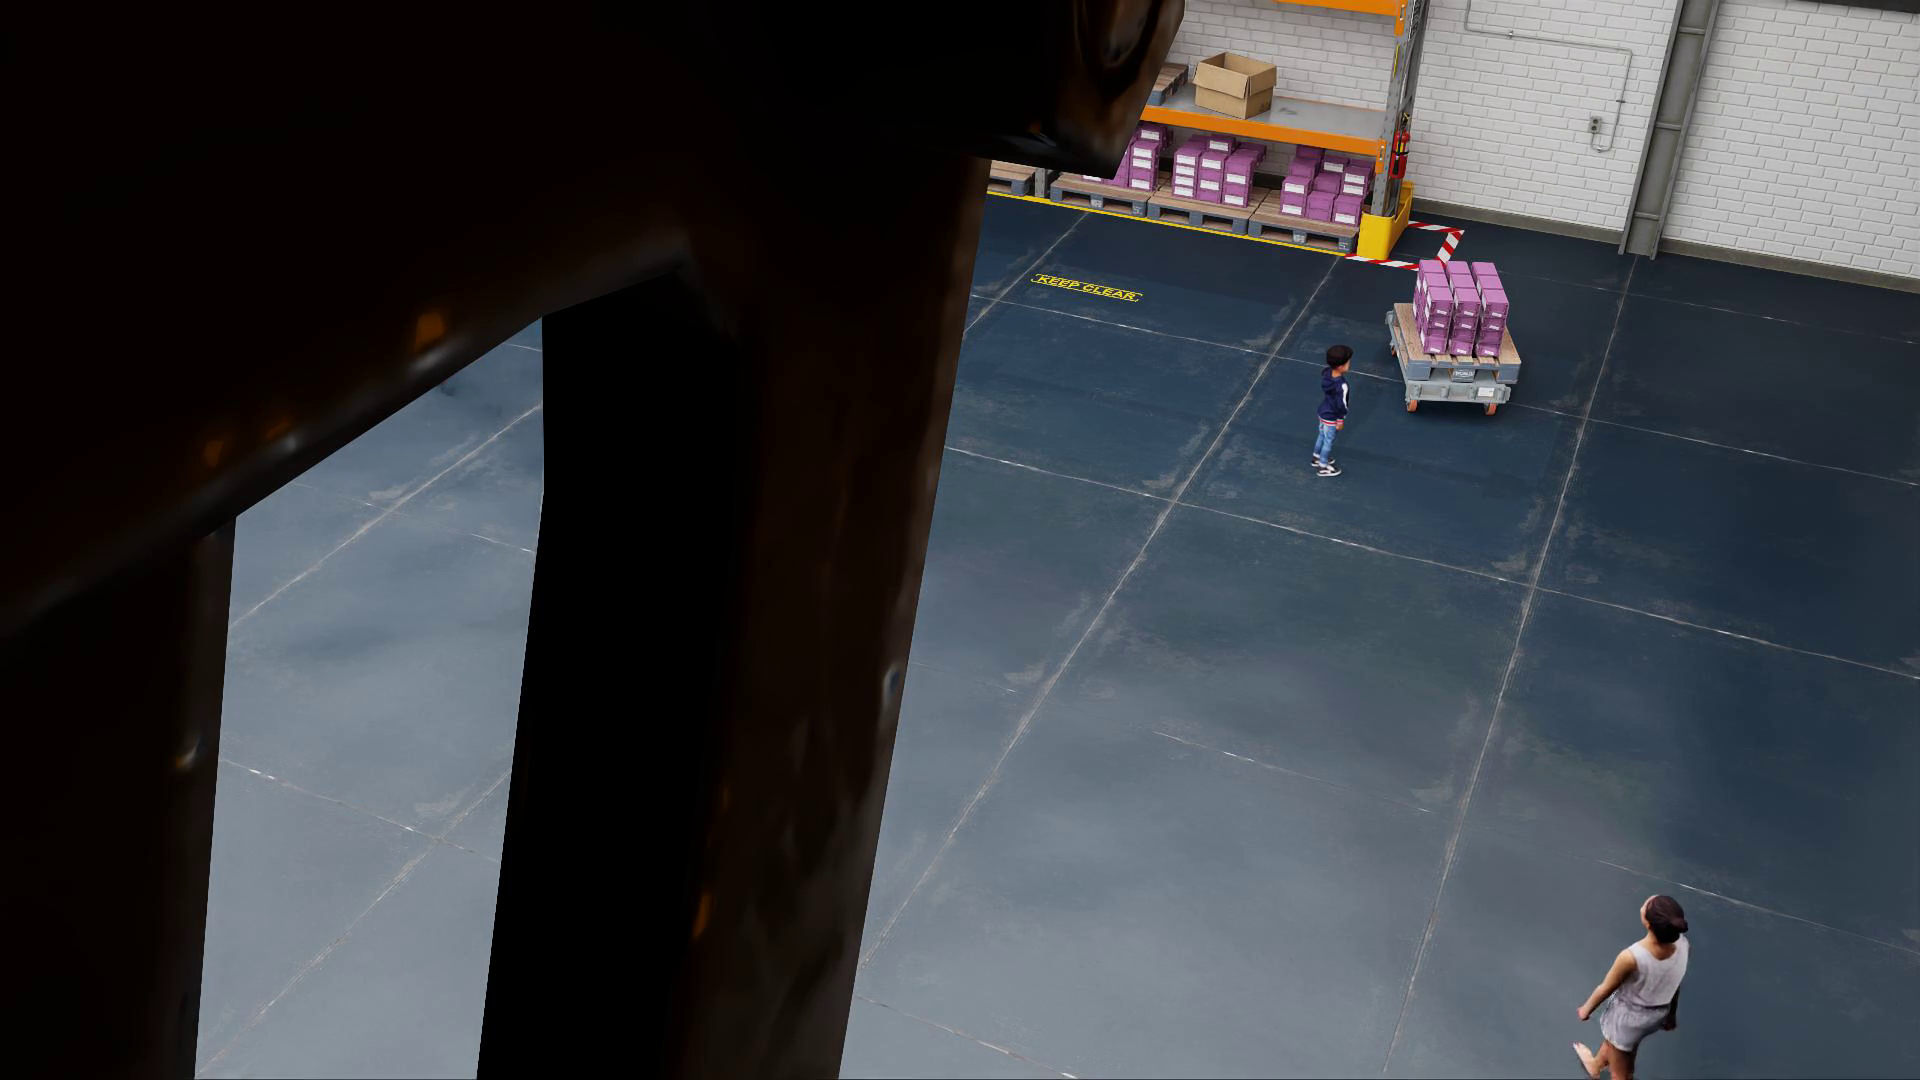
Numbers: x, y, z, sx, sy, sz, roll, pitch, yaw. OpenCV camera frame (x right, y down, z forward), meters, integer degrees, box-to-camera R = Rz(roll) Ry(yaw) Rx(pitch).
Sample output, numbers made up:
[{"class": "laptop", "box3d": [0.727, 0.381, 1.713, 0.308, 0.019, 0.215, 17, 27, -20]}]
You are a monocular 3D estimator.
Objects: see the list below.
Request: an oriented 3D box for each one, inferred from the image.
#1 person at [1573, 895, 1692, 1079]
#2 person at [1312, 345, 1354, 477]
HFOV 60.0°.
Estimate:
[{"class": "person", "box3d": [3.527, 2.506, 8.565, 0.906, 1.585, 0.960, -11, 35, -16]}, {"class": "person", "box3d": [3.206, -1.127, 14.358, 0.615, 1.222, 0.587, -4, 34, -6]}]
